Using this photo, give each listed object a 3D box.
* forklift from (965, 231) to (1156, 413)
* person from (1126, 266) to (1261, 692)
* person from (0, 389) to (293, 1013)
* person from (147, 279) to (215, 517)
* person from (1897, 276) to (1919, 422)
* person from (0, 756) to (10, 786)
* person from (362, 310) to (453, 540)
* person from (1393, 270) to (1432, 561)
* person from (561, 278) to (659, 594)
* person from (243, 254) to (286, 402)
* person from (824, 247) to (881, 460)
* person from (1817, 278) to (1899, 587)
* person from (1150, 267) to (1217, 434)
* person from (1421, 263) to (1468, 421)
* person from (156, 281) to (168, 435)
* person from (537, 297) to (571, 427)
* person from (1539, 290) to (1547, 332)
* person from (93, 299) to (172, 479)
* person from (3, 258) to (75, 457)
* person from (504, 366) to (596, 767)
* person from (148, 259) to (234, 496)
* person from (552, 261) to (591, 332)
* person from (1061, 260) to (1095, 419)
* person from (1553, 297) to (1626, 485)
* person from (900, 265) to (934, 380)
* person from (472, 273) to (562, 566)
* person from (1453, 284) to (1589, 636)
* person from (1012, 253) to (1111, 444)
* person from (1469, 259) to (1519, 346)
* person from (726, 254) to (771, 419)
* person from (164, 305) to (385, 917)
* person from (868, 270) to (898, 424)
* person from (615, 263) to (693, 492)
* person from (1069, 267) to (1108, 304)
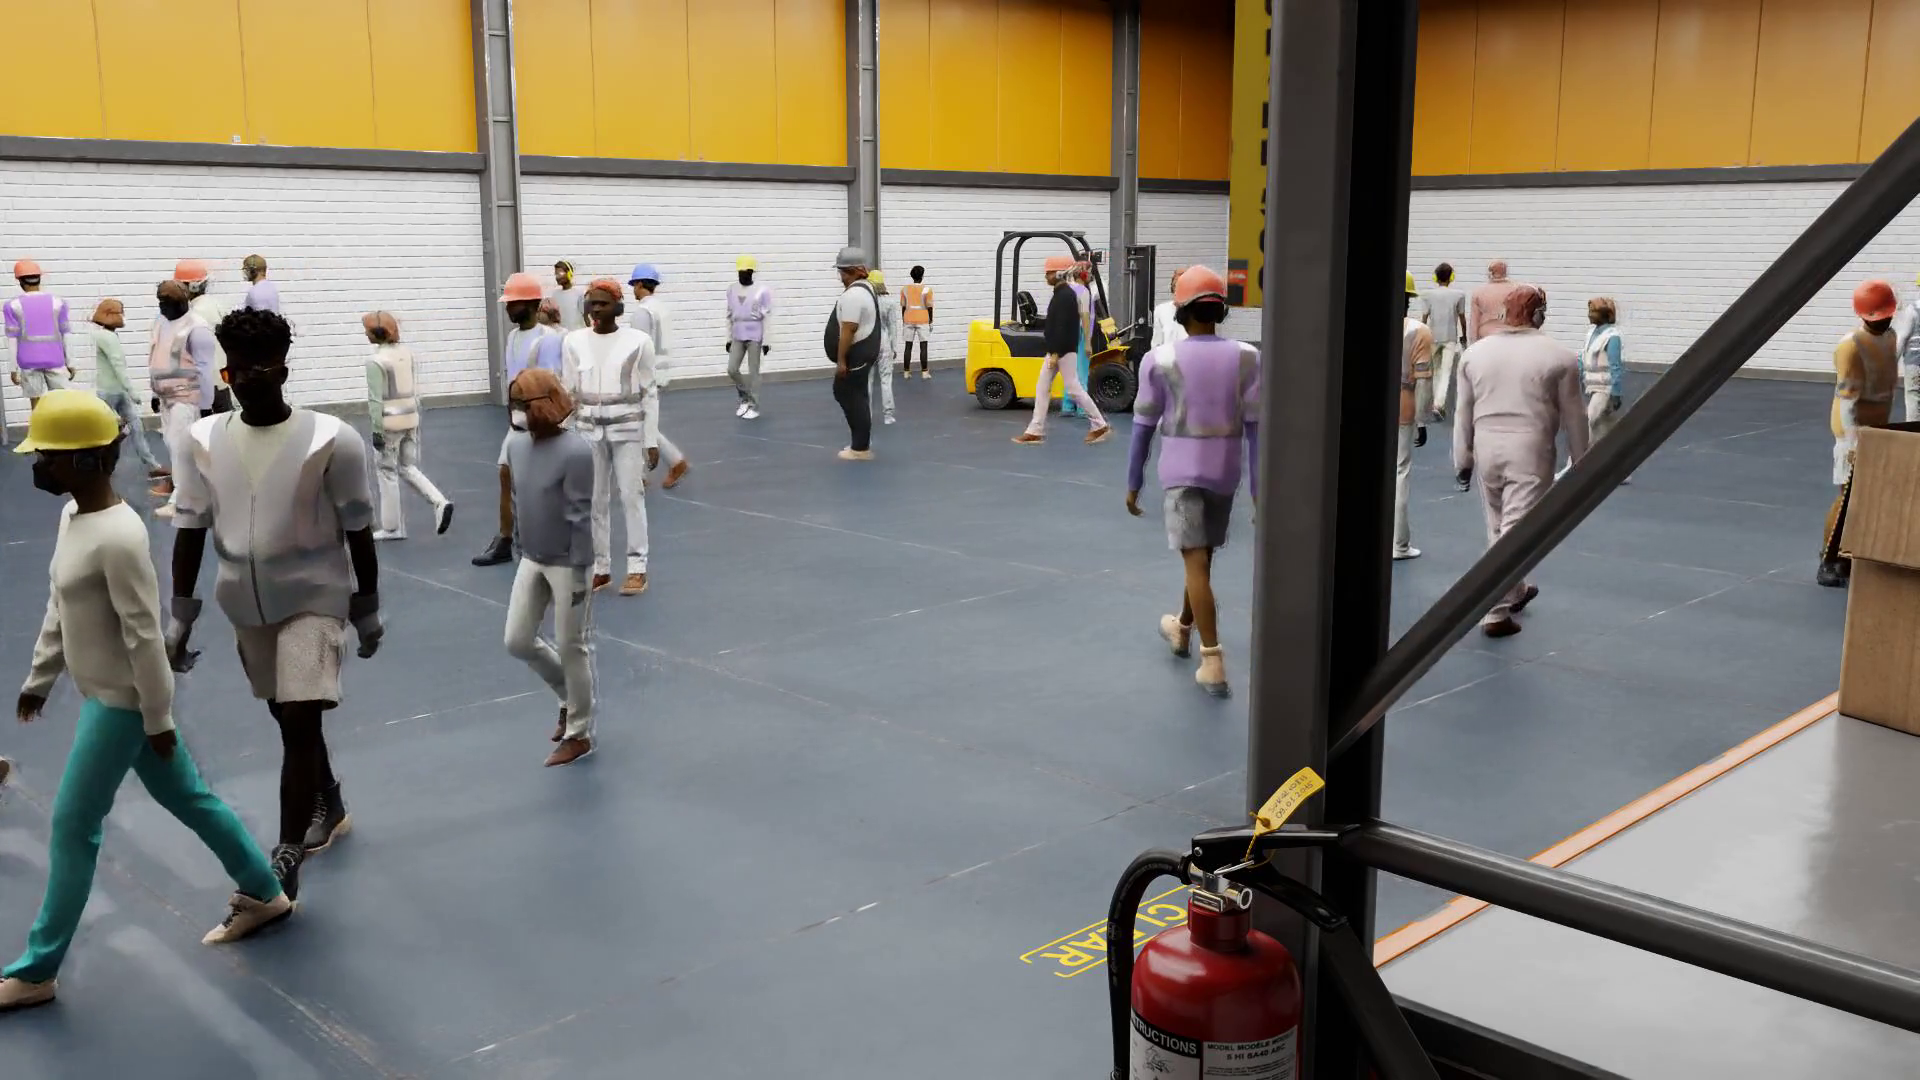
[{"bbox_3d":[1.222,-2.721,20.561,2.313,2.155,1.214,2,11,13],"label":"forklift"},{"bbox_3d":[1.131,-0.318,8.037,0.625,1.980,1.069,-2,11,-9],"label":"person"},{"bbox_3d":[-2.385,0.425,4.715,0.929,1.720,0.538,-7,13,-34],"label":"person"},{"bbox_3d":[-5.879,-1.092,12.749,0.692,1.807,0.683,8,13,37],"label":"person"},{"bbox_3d":[9.546,-1.784,16.466,0.611,1.824,0.431,-2,11,-10],"label":"person"},{"bbox_3d":[-3.806,0.192,5.803,0.792,1.800,0.638,3,11,16],"label":"person"},{"bbox_3d":[-3.875,-0.784,11.544,0.561,1.619,0.534,3,11,15],"label":"person"},{"bbox_3d":[2.817,-0.826,10.982,0.589,1.919,0.391,7,13,35],"label":"person"},{"bbox_3d":[-2.076,-0.605,9.888,0.622,1.878,0.362,2,11,10],"label":"person"},{"bbox_3d":[-7.210,-1.982,17.232,0.356,1.936,0.638,-2,11,-11],"label":"person"},{"bbox_3d":[-1.030,-1.772,15.805,0.535,2.000,0.712,1,10,8],"label":"person"},{"bbox_3d":[5.547,-0.651,10.159,0.707,1.889,0.373,-8,13,-38],"label":"person"},{"bbox_3d":[1.875,-1.351,13.967,0.603,1.872,0.489,6,12,28],"label":"person"},{"bbox_3d":[5.588,-2.296,19.291,0.533,1.825,0.956,6,12,29],"label":"person"},{"bbox_3d":[-8.246,-1.898,17.516,0.631,1.662,0.377,8,13,37],"label":"person"},{"bbox_3d":[-3.399,-1.259,14.141,0.528,1.621,0.523,8,13,36],"label":"person"},{"bbox_3d":[5.450,-1.601,15.982,0.281,1.633,0.501,8,13,36],"label":"person"},{"bbox_3d":[-7.304,-1.274,14.335,0.876,1.589,0.512,-4,11,-22],"label":"person"},{"bbox_3d":[-8.599,-1.671,15.569,0.572,1.922,0.607,-8,13,-37],"label":"person"},{"bbox_3d":[-1.647,0.113,6.695,0.503,1.619,0.351,7,12,32],"label":"person"},{"bbox_3d":[-6.174,-1.345,13.750,1.029,1.949,0.646,-3,11,-17],"label":"person"},{"bbox_3d":[-4.557,-2.282,19.169,0.541,1.820,0.993,7,12,32],"label":"person"},{"bbox_3d":[1.378,-2.325,19.374,0.388,1.845,0.565,-4,11,-18],"label":"person"},{"bbox_3d":[5.343,-1.242,14.114,0.816,1.605,0.520,0,10,2],"label":"person"},{"bbox_3d":[-0.635,-3.223,24.686,0.529,1.690,0.321,3,11,18],"label":"person"},{"bbox_3d":[-2.774,-0.804,10.943,0.556,1.896,0.970,9,14,41],"label":"person"},{"bbox_3d":[3.079,-0.445,9.062,0.661,1.863,0.981,10,14,43],"label":"person"},{"bbox_3d":[1.075,-1.934,16.949,0.996,1.957,0.617,-2,11,-11],"label":"person"},{"bbox_3d":[6.169,-2.273,19.033,0.682,1.869,0.850,3,11,17],"label":"person"},{"bbox_3d":[-2.476,-2.357,19.328,0.608,1.914,0.415,5,11,23],"label":"person"},{"bbox_3d":[-2.229,0.206,5.395,0.608,1.907,1.027,1,10,5],"label":"person"},{"bbox_3d":[-0.945,-2.183,18.864,0.491,1.741,0.322,0,10,3],"label":"person"},{"bbox_3d":[-2.573,-1.338,13.825,0.640,1.903,0.664,0,10,0],"label":"person"},{"bbox_3d":[1.693,-2.860,22.191,0.559,1.891,1.006,5,11,24],"label":"person"}]
